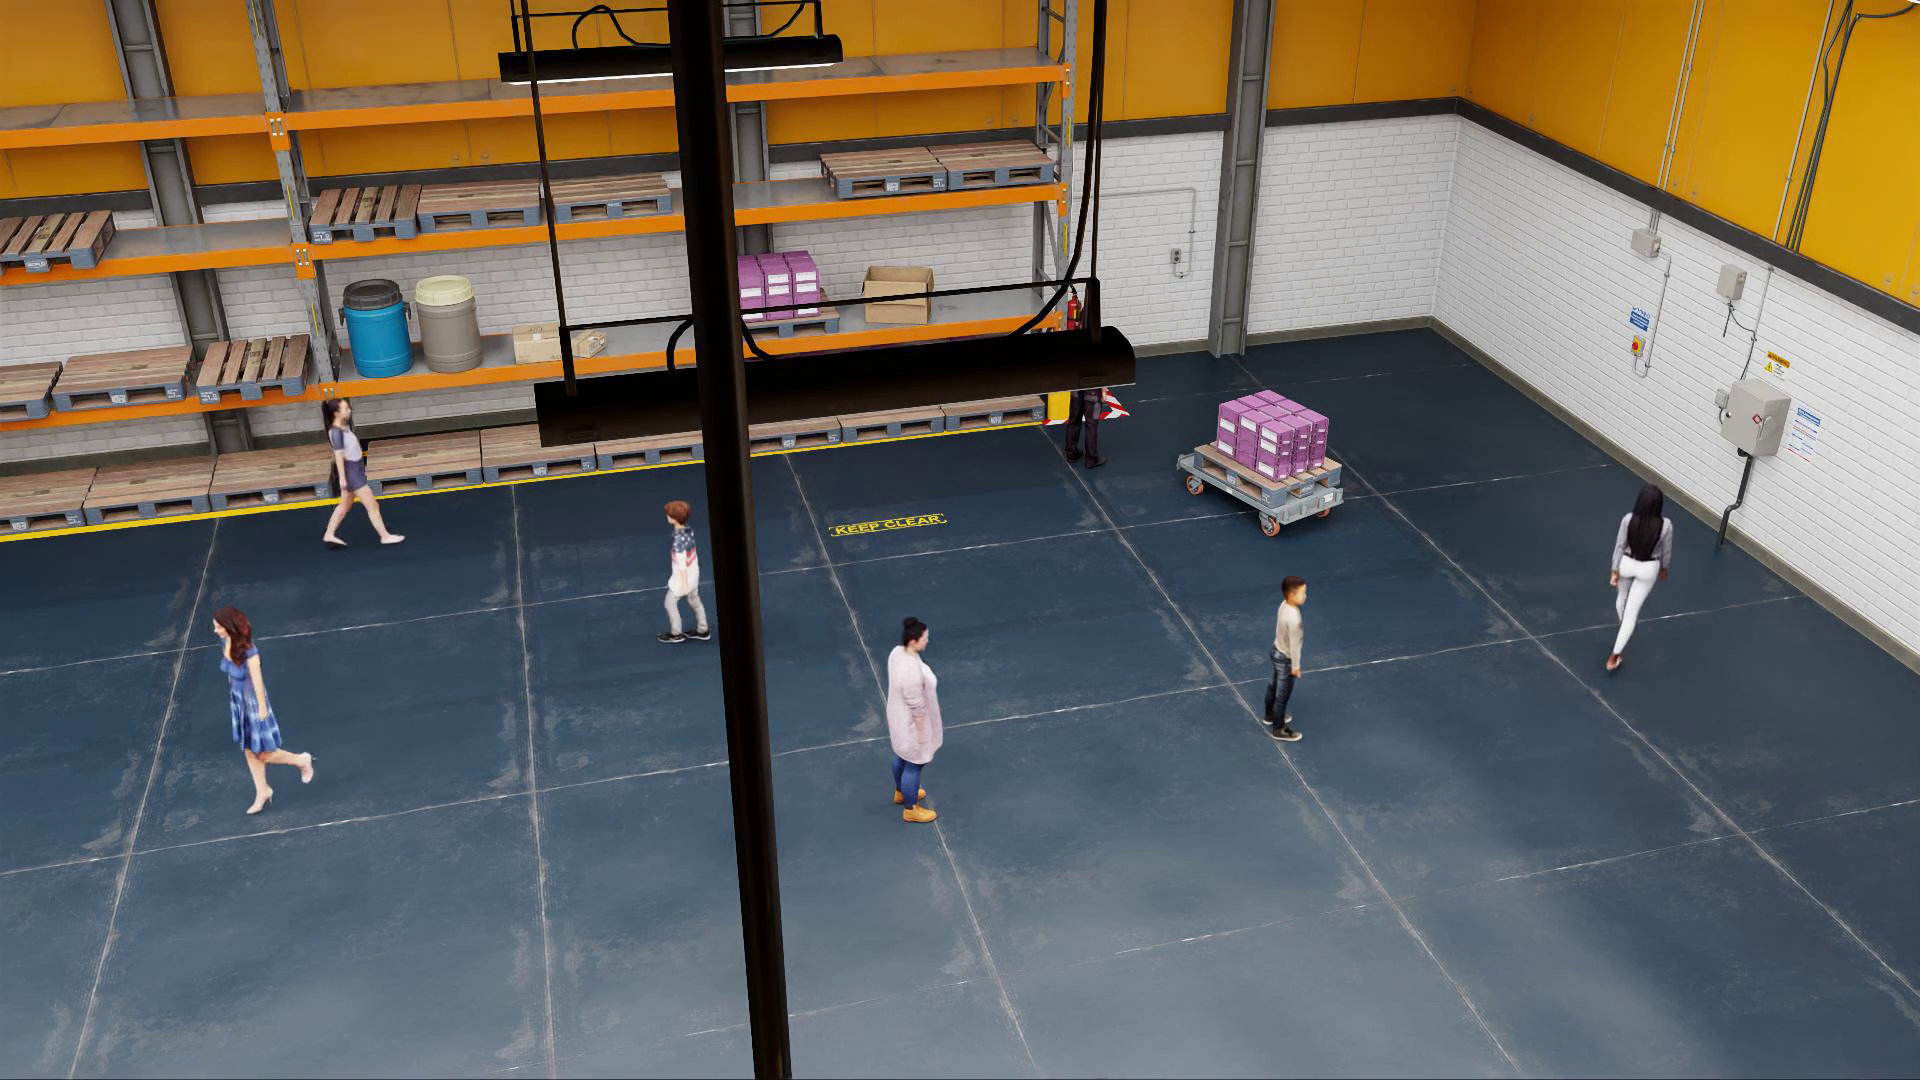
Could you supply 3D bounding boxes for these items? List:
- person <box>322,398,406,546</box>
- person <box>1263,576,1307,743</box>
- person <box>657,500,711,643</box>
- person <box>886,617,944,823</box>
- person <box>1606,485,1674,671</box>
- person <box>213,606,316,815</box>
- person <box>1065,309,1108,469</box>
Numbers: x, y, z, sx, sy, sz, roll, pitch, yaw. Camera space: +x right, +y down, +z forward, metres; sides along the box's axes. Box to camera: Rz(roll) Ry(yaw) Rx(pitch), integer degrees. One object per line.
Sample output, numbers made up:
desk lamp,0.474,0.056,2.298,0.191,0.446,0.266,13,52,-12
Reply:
person,-6.115,-0.629,16.459,0.996,1.613,0.600,-8,30,-14
person,2.677,0.956,13.708,0.561,1.464,0.589,-2,29,-4
person,-2.410,0.302,14.949,0.778,1.424,0.680,6,29,11
person,-0.382,1.349,12.693,0.598,1.747,0.673,-8,30,-14
person,5.916,0.362,14.583,1.093,1.670,1.208,18,33,29
person,-5.368,1.286,12.763,0.898,1.791,0.975,21,35,33
person,1.374,-1.677,18.134,0.741,1.849,0.771,21,35,33
